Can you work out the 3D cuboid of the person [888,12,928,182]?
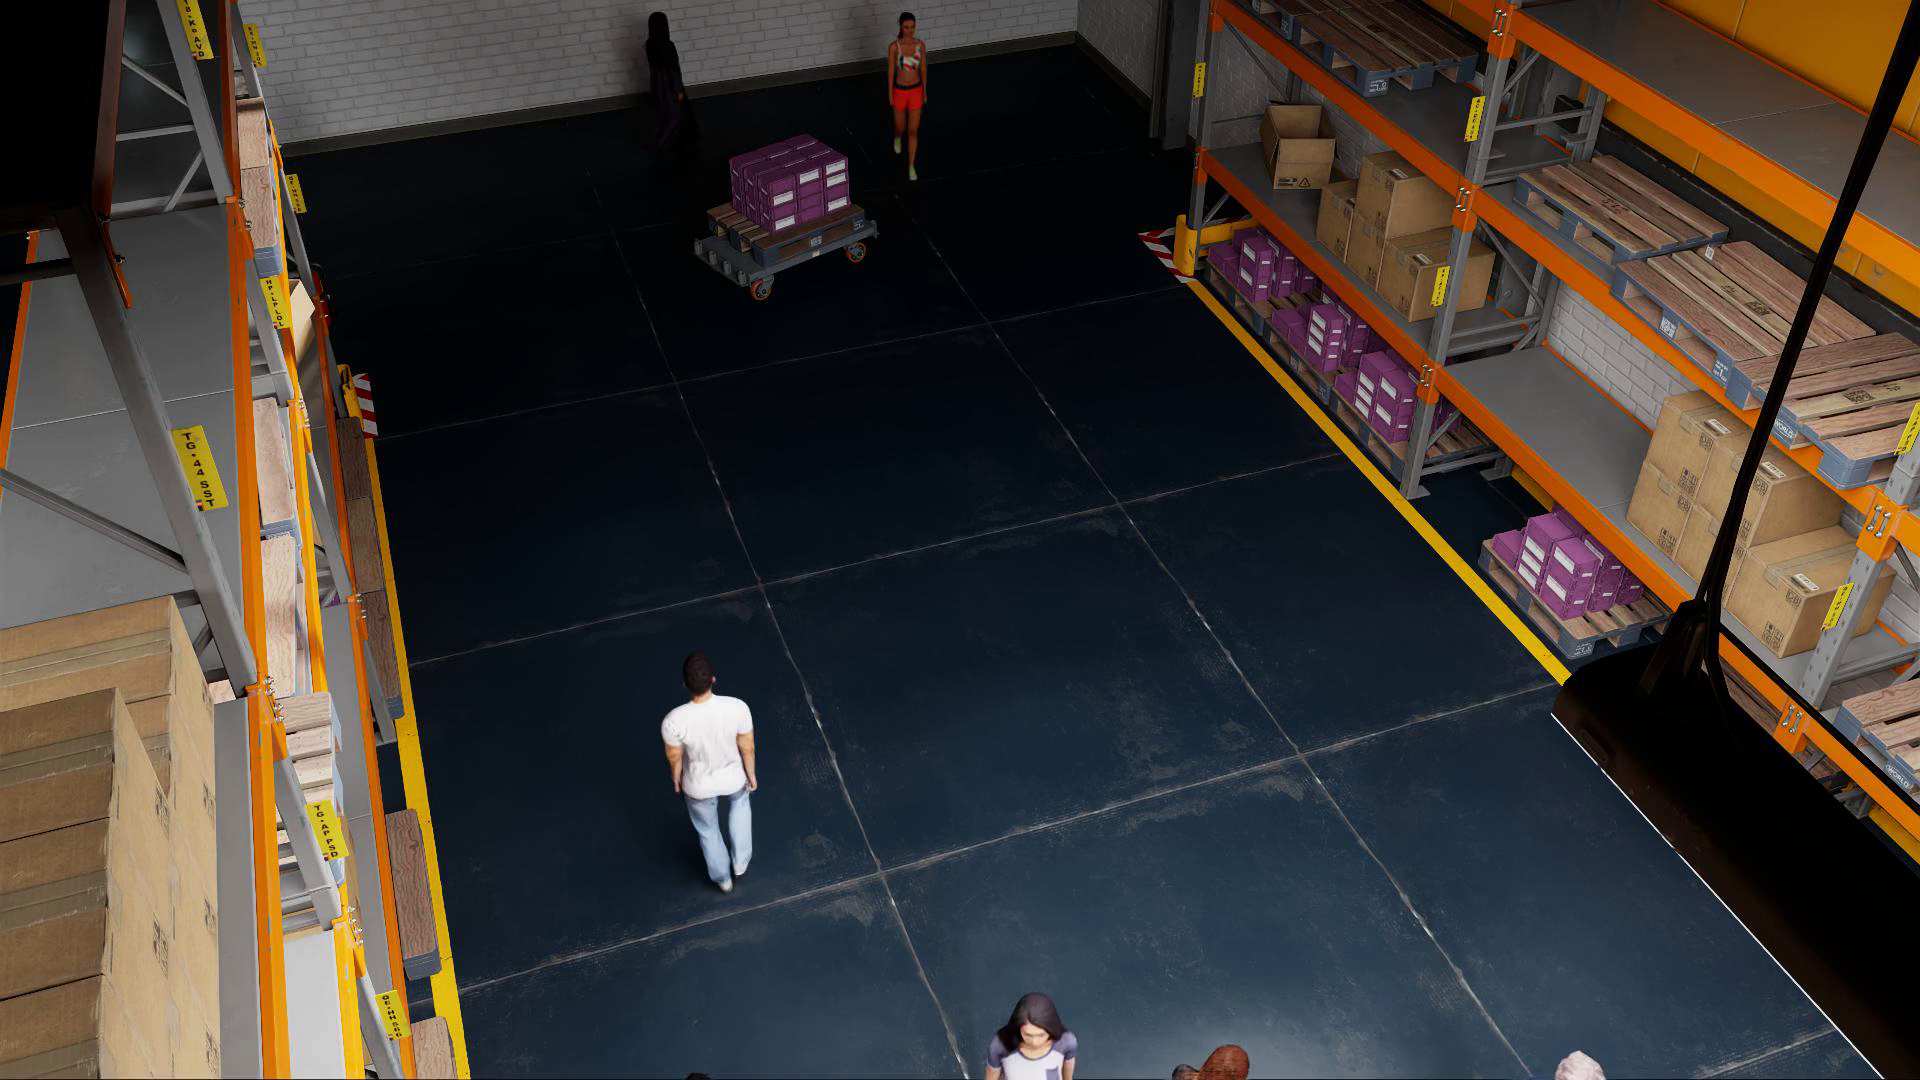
[{"bbox_3d":[-0.573,-4.771,17.711,0.661,1.776,0.962,-7,39,-9],"label":"person"}]

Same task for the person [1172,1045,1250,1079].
[{"bbox_3d":[1.061,3.046,8.015,1.158,1.661,1.079,26,45,28],"label":"person"}]

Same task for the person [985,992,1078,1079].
[{"bbox_3d":[0.341,2.755,8.383,0.855,1.657,1.197,-1,39,-1],"label":"person"}]

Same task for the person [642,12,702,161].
[{"bbox_3d":[-3.220,-4.907,18.026,0.907,1.595,1.045,-29,47,-31],"label":"person"}]

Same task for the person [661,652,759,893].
[{"bbox_3d":[-1.442,1.450,9.858,0.687,1.856,0.622,-10,40,-12],"label":"person"}]
